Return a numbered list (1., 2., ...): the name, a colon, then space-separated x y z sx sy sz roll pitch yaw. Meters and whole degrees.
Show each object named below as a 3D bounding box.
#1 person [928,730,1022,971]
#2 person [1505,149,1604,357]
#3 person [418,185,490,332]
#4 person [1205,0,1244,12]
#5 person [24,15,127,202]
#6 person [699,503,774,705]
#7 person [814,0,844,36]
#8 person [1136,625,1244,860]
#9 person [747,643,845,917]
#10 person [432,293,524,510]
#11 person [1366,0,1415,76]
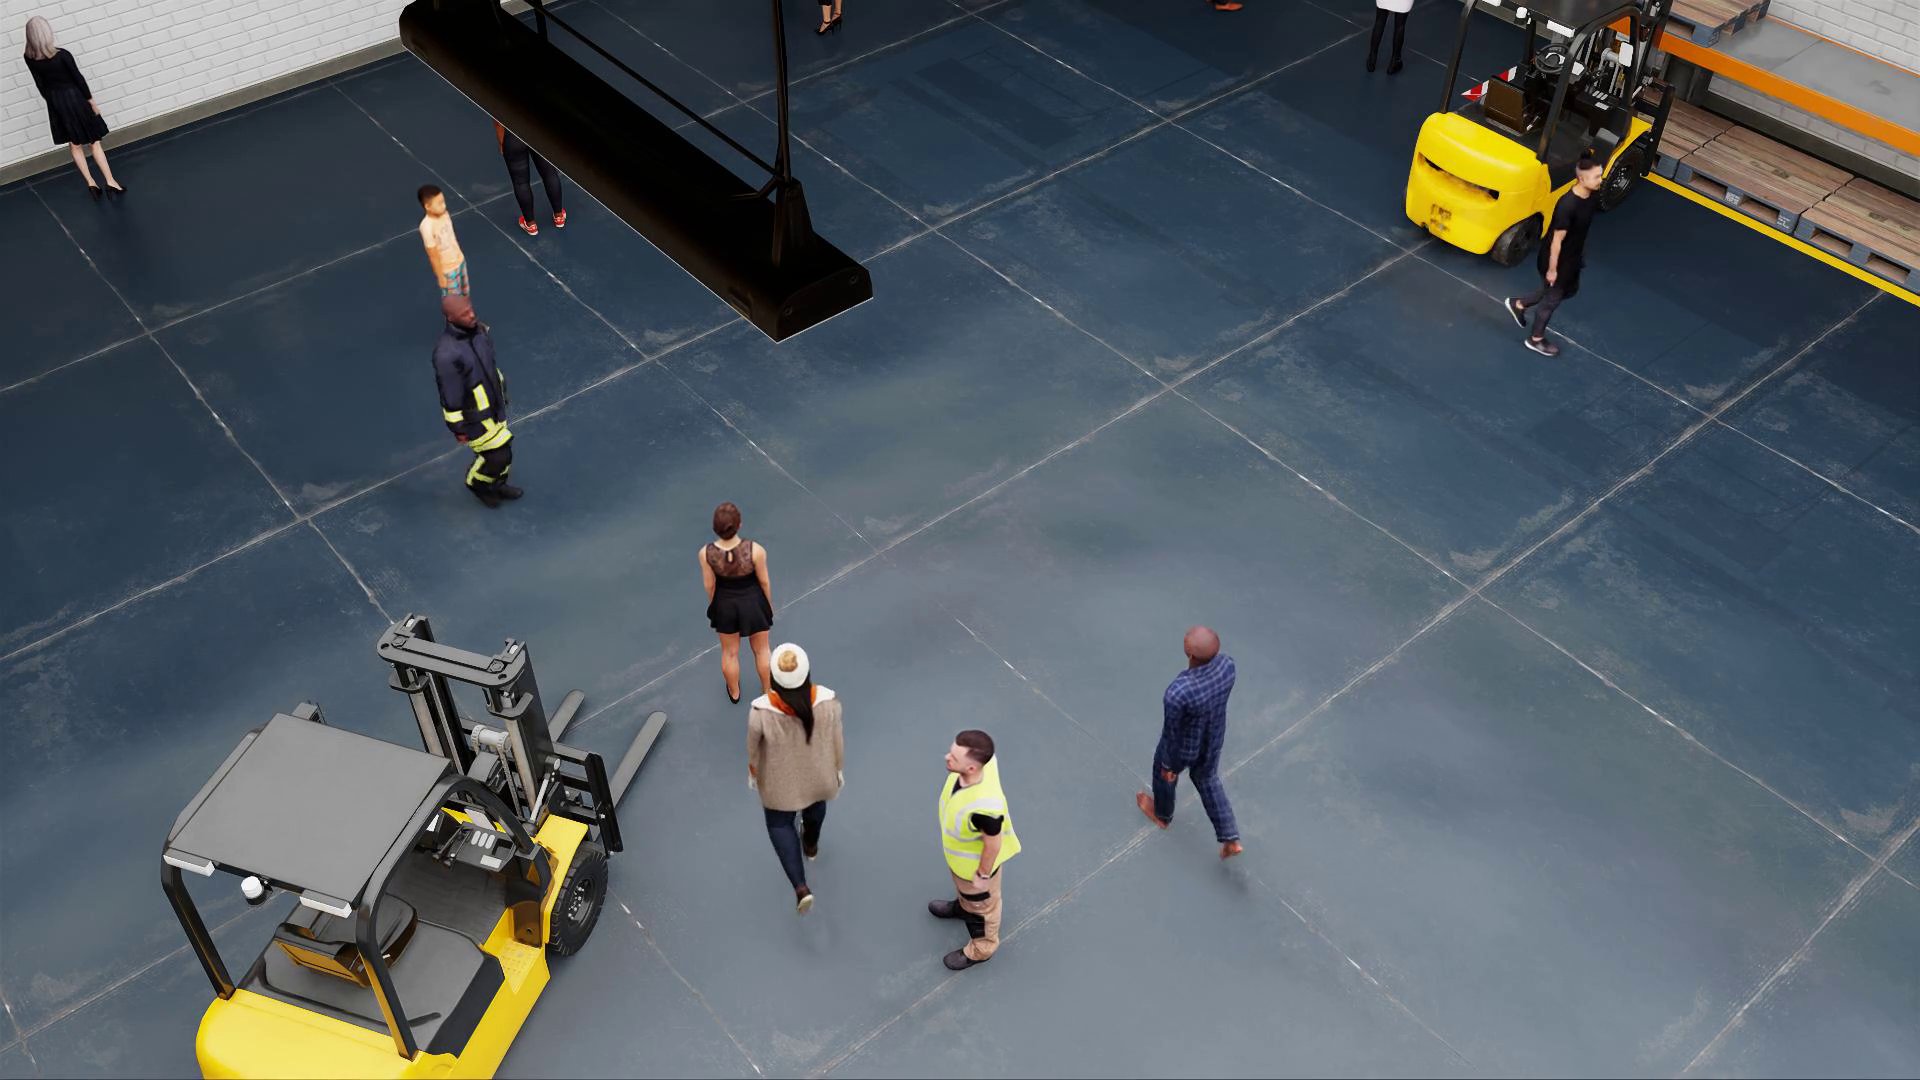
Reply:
1. person: 0.069 1.639 8.995 0.907 1.846 0.832 -5 44 -6
2. person: 4.683 -2.306 13.131 0.844 1.853 0.768 31 52 28
3. person: -4.100 -2.190 13.295 0.661 1.460 0.610 6 44 6
4. person: 2.838 -6.525 17.605 0.771 1.791 0.625 -14 45 -14
5. person: -7.920 -3.845 14.825 0.705 1.746 0.745 -2 44 -2
6. person: -1.383 0.405 10.416 0.679 1.674 0.724 -2 44 -2
7. person: -1.418 -6.107 17.118 0.627 1.857 0.681 24 48 23
8. person: 1.400 1.180 9.514 0.744 1.796 1.057 -24 49 -23
9. person: -0.907 1.333 9.292 0.953 1.881 1.143 -13 45 -14
10. person: -3.503 -0.984 11.771 0.960 1.815 0.917 10 45 10
11. person: 4.330 -5.511 16.529 0.613 1.807 0.743 18 46 18
